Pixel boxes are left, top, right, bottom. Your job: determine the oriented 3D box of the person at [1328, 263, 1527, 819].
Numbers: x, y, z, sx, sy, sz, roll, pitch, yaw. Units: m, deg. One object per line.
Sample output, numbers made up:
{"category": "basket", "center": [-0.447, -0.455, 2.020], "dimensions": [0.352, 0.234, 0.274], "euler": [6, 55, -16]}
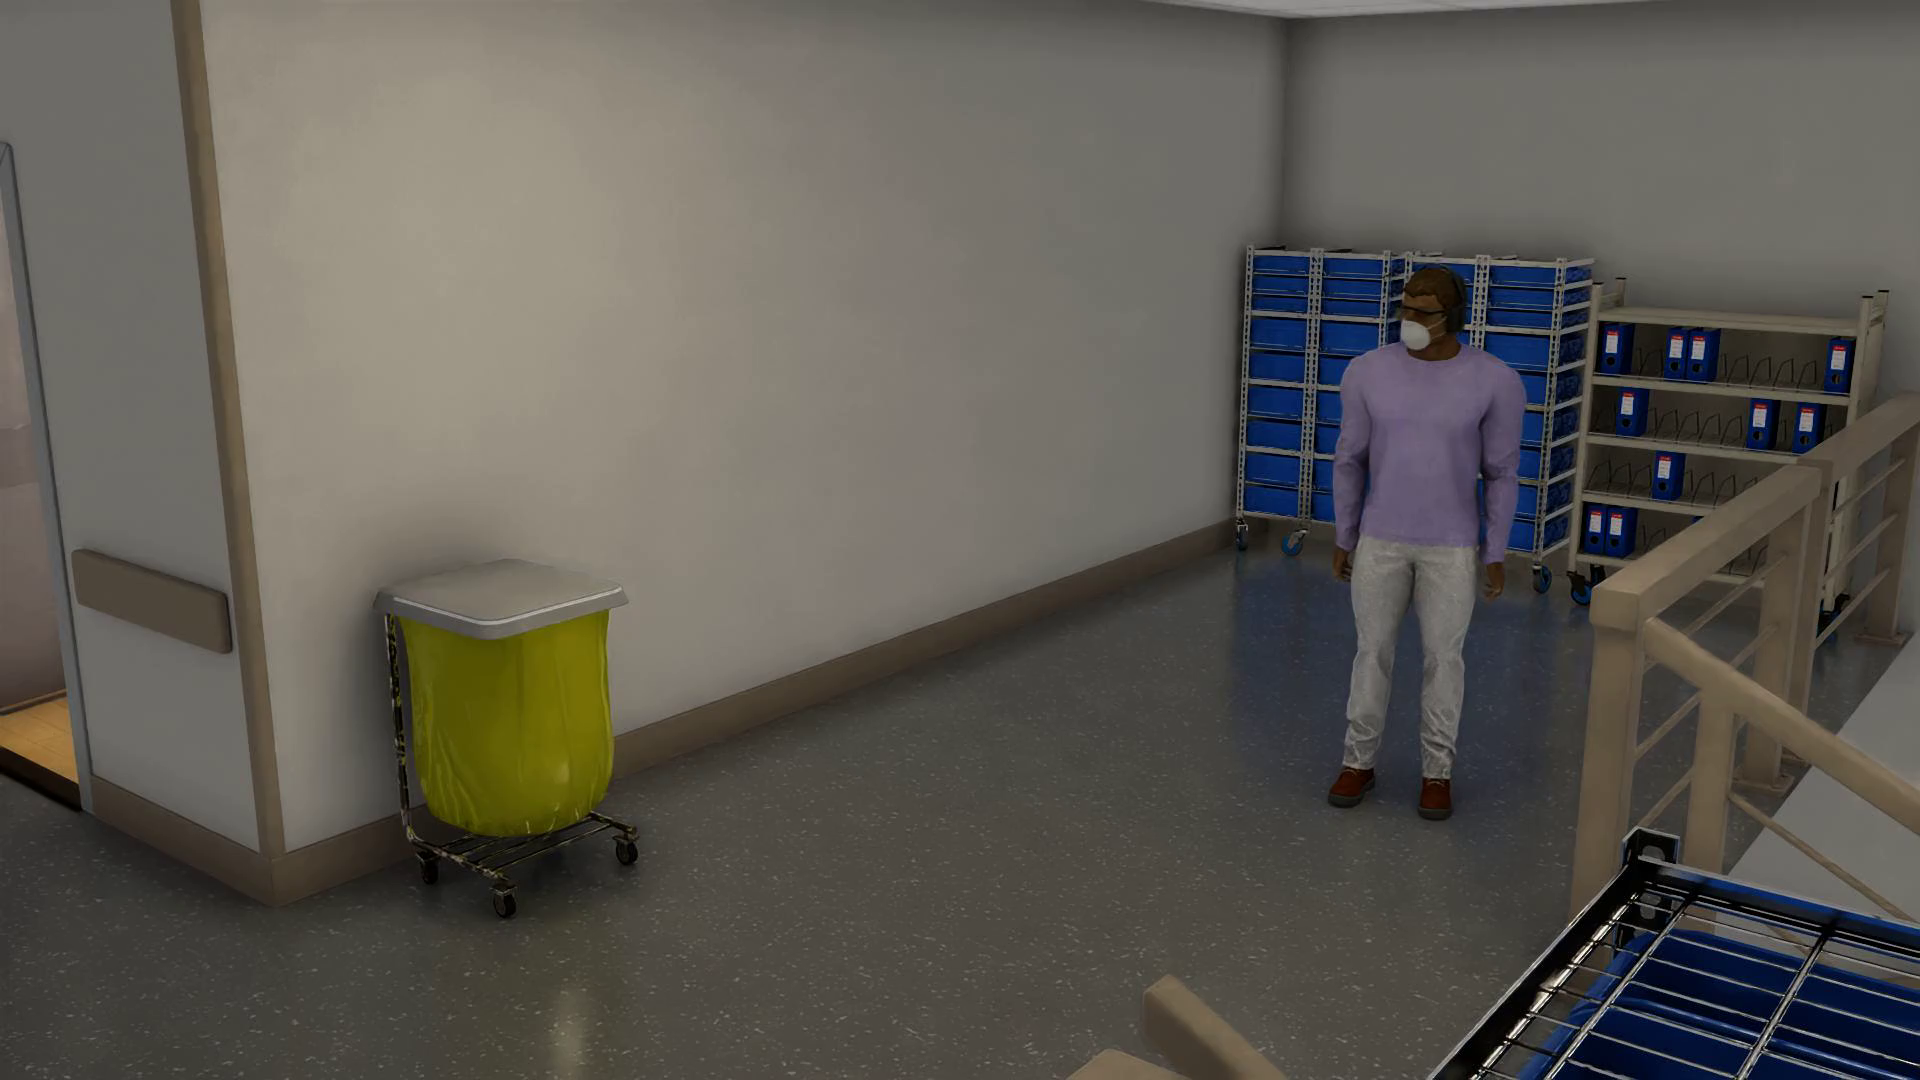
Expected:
{"category": "person", "center": [1.601, 0.014, 5.792], "dimensions": [0.629, 1.937, 0.379], "euler": [6, 15, 24]}
